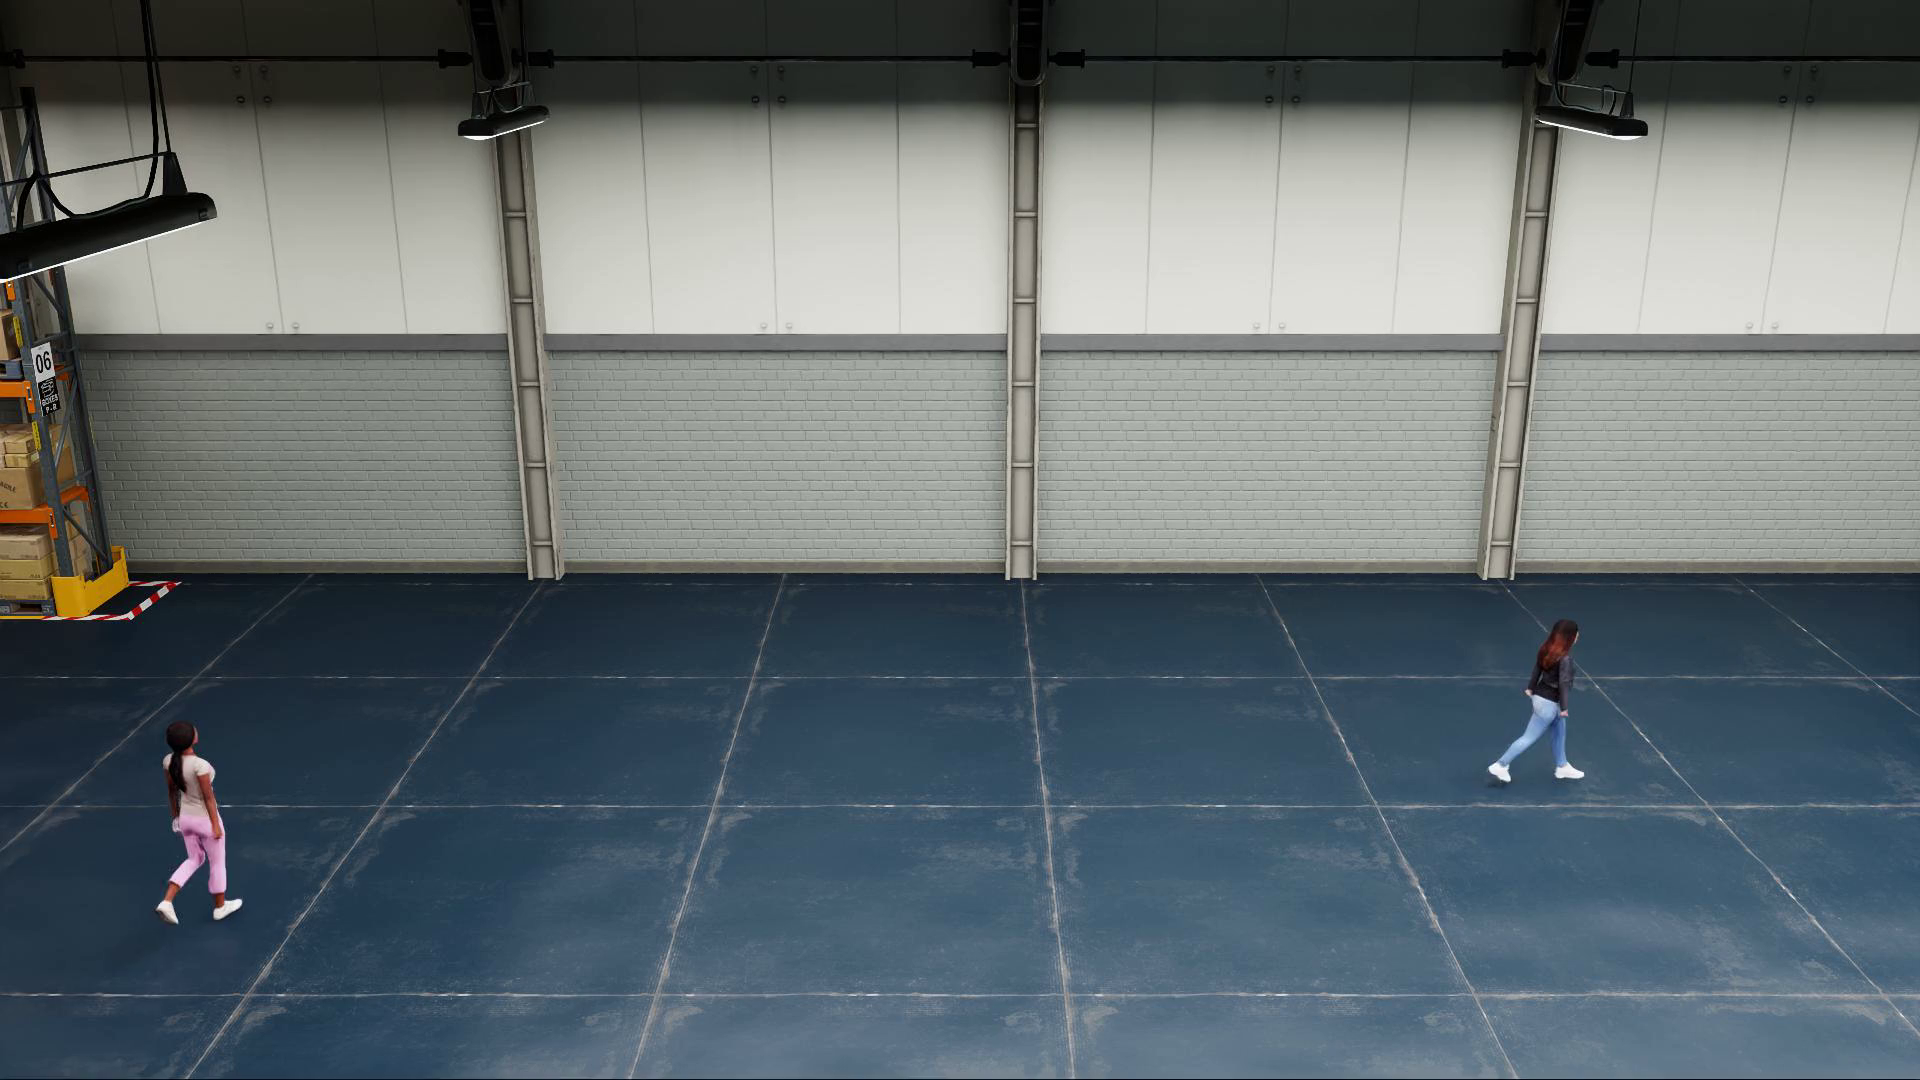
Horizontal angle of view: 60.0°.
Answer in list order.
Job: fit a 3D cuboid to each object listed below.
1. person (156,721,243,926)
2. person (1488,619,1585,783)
[{"bbox_3d":[-5.935,2.219,12.822,0.959,1.724,0.876,8,20,24],"label":"person"},{"bbox_3d":[5.300,1.506,15.226,1.125,1.590,0.651,0,18,-1],"label":"person"}]
